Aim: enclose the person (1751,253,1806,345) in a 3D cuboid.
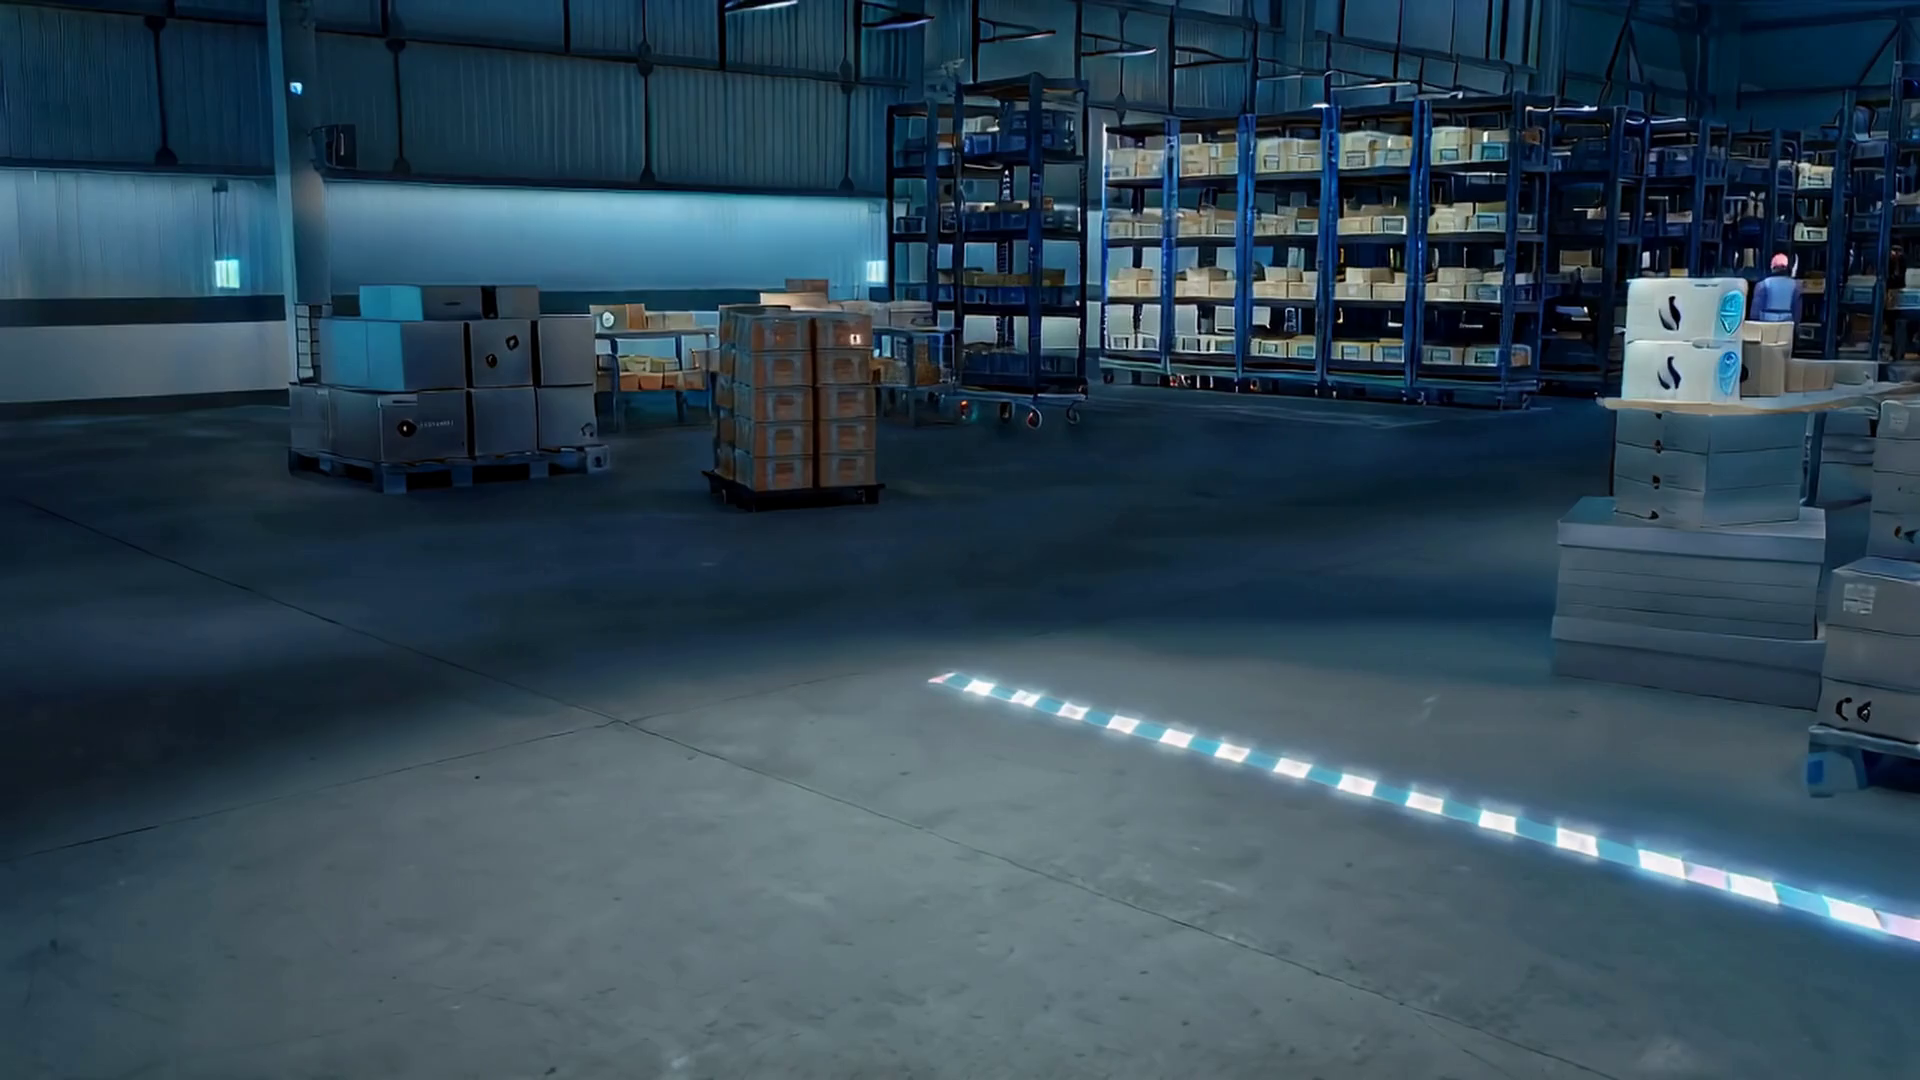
[{"bbox_3d":[9.970,-2.580,20.321,0.583,1.821,0.411,3,10,17],"label":"person"}]
